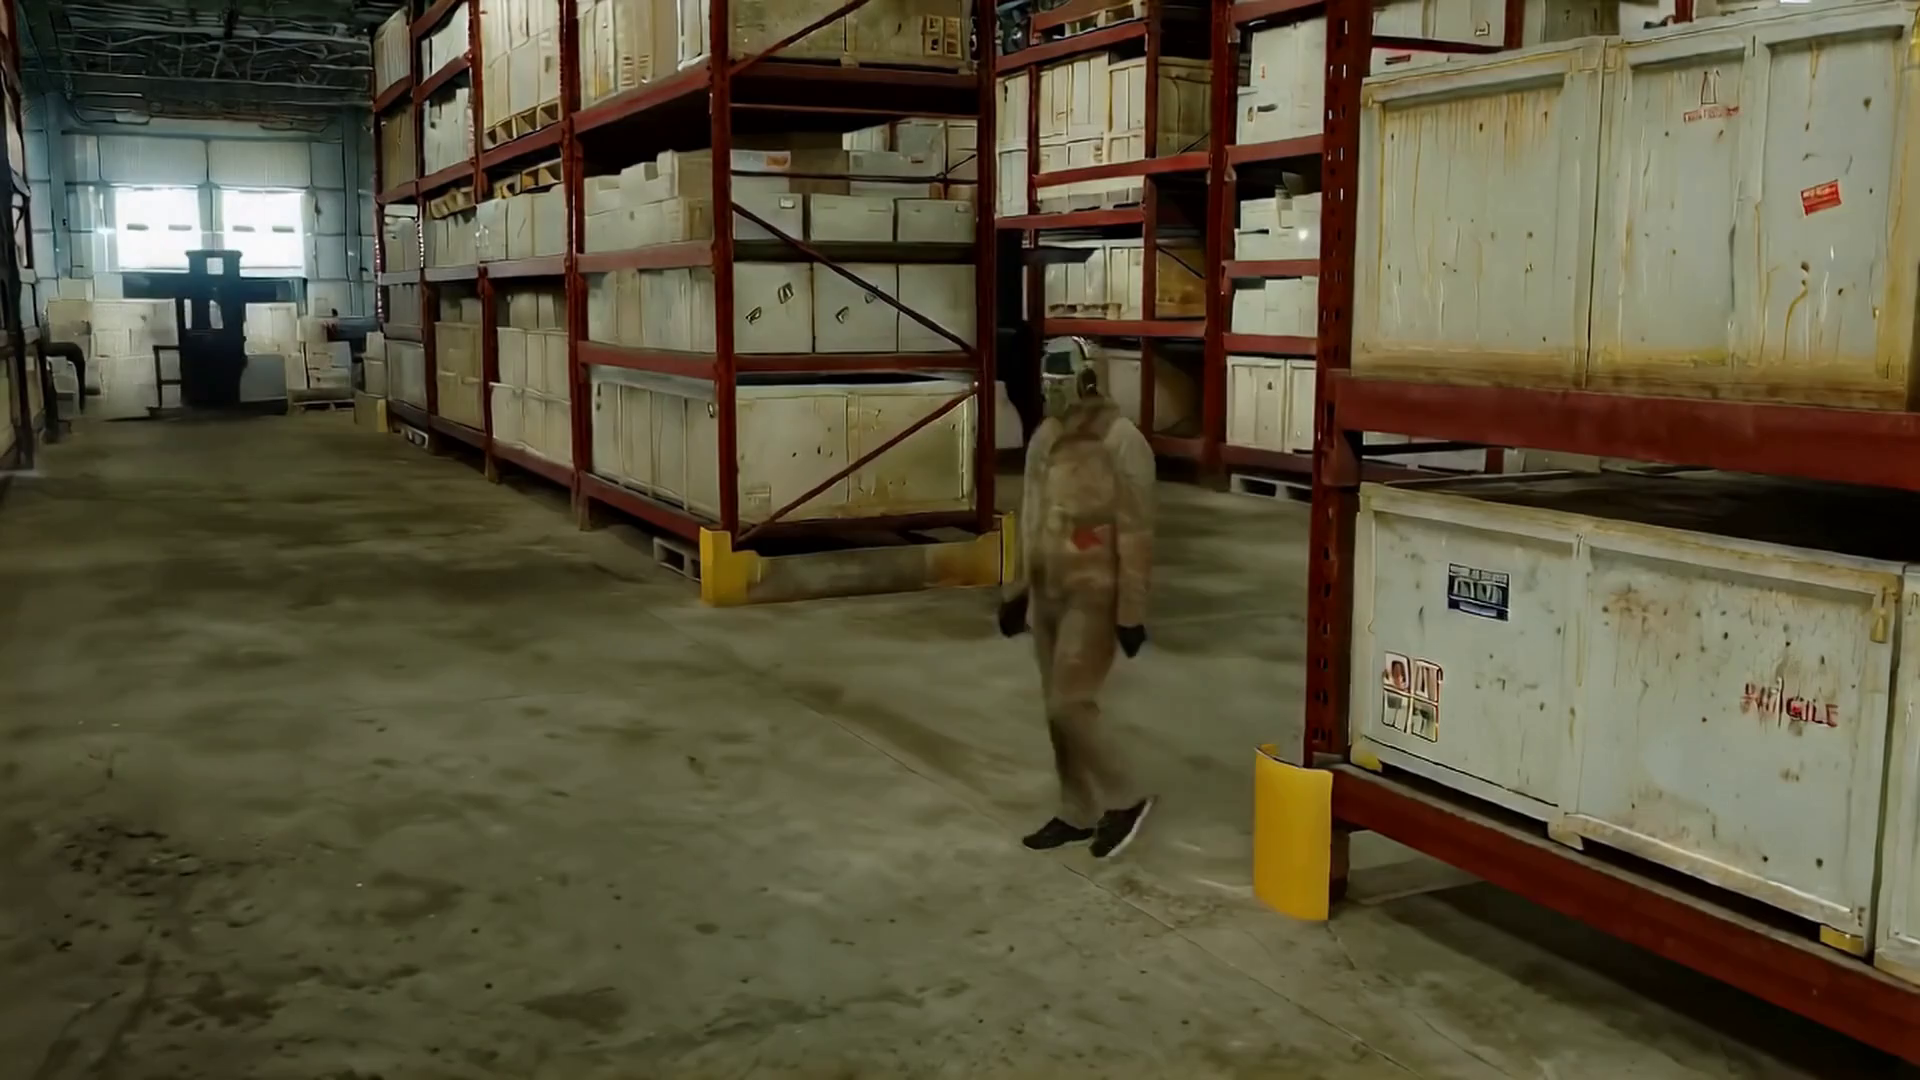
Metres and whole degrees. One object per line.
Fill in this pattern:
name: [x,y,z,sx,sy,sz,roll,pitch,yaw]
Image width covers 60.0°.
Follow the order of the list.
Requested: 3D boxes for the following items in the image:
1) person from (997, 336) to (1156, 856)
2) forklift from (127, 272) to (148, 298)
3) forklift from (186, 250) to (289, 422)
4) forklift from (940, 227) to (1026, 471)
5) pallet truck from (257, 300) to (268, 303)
person: [0.400,0.214,6.012,0.427,1.888,0.648,-4,9,-25]
forklift: [-24.861,-6.718,50.416,1.873,2.768,1.129,-8,11,-43]
forklift: [-12.314,-3.418,27.658,1.129,2.768,1.873,4,9,26]
forklift: [0.377,-2.214,19.352,1.873,2.768,1.129,-4,9,-26]
pallet truck: [-23.913,-7.404,58.171,1.885,1.965,0.823,-1,8,-9]
